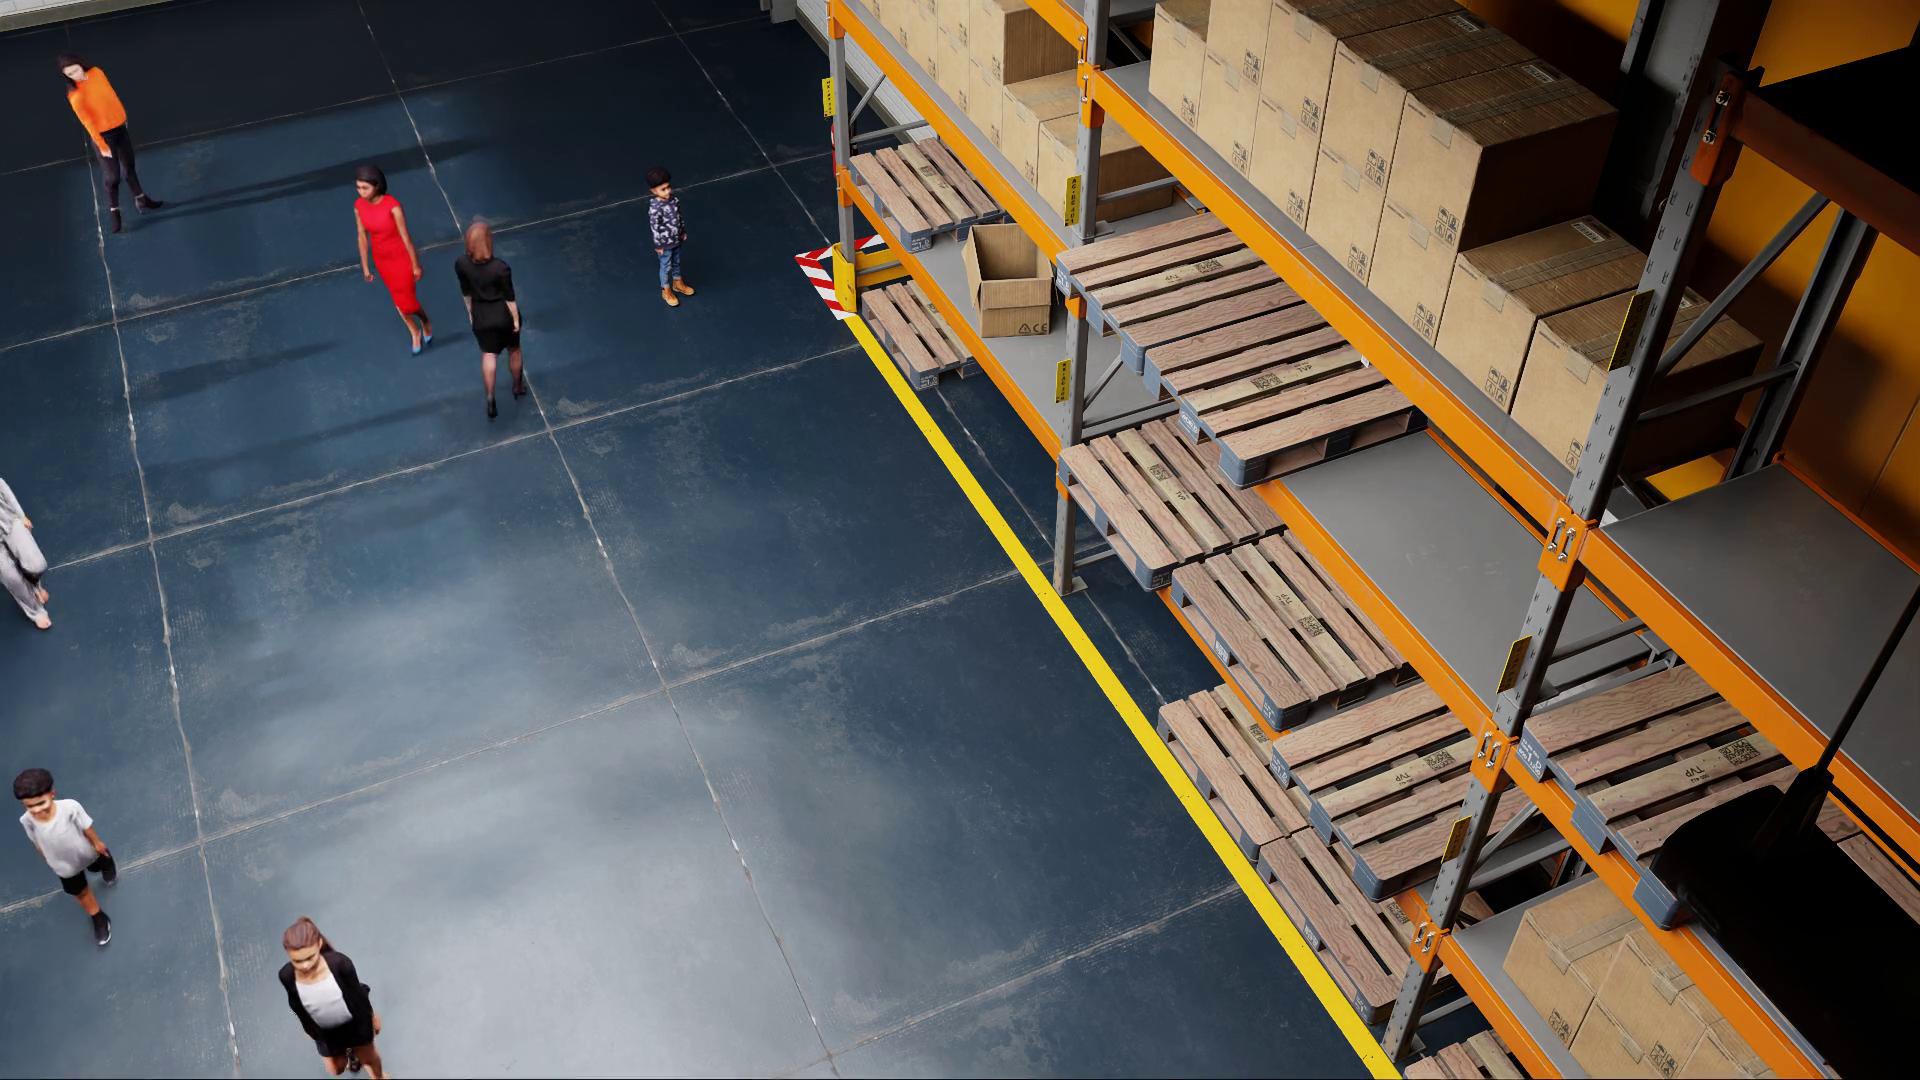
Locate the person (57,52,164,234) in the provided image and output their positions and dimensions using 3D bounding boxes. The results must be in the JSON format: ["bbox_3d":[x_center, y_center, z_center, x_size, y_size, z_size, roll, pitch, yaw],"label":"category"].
[{"bbox_3d":[-7.601,-3.649,14.879,0.887,1.717,0.760,-4,44,-4],"label":"person"}]

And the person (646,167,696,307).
[{"bbox_3d":[-2.474,-2.594,14.111,0.596,1.250,0.570,27,50,25],"label":"person"}]

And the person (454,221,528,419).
[{"bbox_3d":[-3.610,-1.647,12.799,0.827,1.689,0.970,3,44,3],"label":"person"}]

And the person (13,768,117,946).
[{"bbox_3d":[-5.126,1.727,9.580,0.504,1.244,0.848,-16,46,-16],"label":"person"}]

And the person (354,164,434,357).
[{"bbox_3d":[-4.528,-2.287,13.435,0.732,1.737,0.779,8,44,8],"label":"person"}]

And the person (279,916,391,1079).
[{"bbox_3d":[-3.228,2.409,8.646,0.592,1.544,0.726,-12,45,-12],"label":"person"}]

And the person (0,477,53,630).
[{"bbox_3d":[-6.535,-0.123,11.148,0.722,1.759,0.779,-34,53,-31],"label":"person"}]
